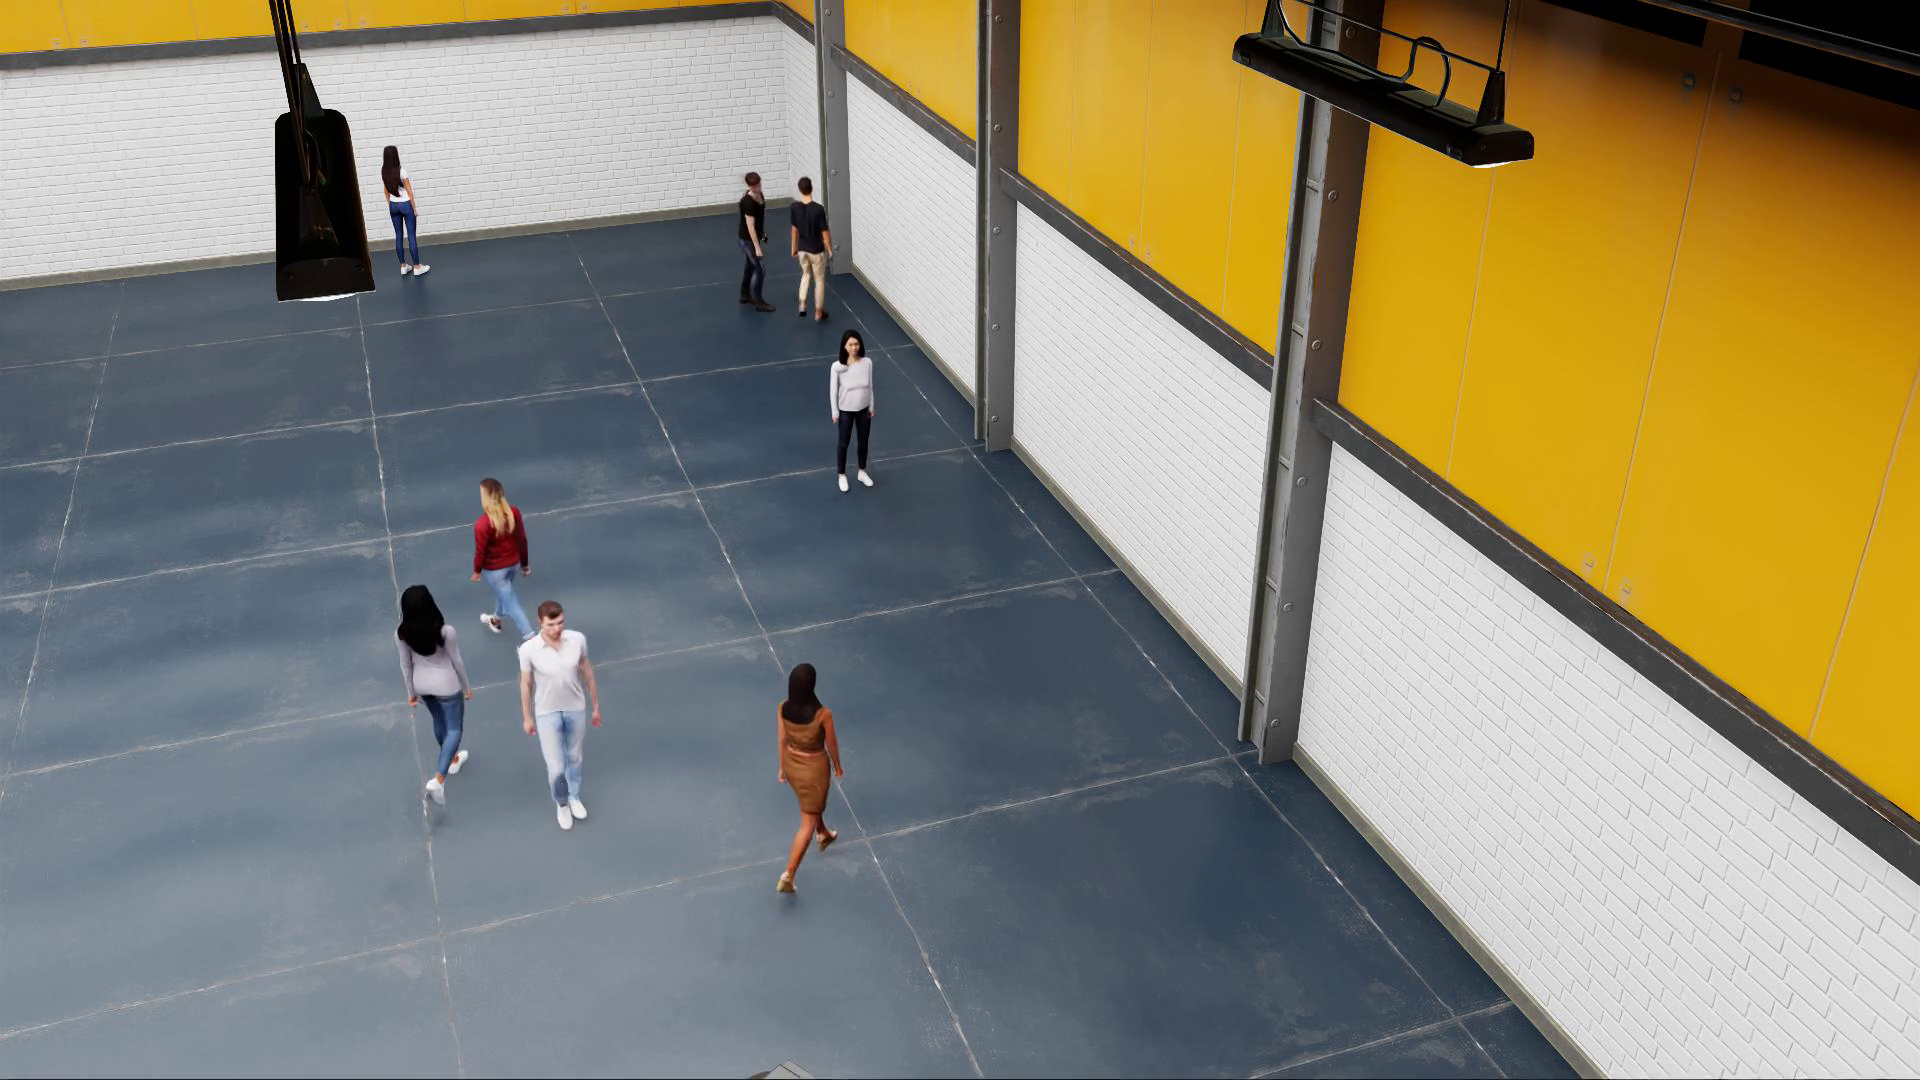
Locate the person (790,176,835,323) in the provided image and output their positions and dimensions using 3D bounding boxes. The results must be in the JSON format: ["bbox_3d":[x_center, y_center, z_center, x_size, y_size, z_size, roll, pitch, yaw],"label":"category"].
[{"bbox_3d":[-1.899,-3.594,20.827,0.849,1.830,0.908,13,31,23],"label":"person"}]

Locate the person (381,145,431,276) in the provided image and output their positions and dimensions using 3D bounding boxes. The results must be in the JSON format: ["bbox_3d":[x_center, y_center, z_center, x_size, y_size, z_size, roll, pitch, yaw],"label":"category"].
[{"bbox_3d":[-7.544,-4.458,22.468,0.667,1.775,0.699,8,30,15],"label":"person"}]

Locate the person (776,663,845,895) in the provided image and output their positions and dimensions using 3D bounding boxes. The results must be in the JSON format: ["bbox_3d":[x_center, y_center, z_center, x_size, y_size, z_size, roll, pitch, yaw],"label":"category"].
[{"bbox_3d":[-1.077,1.659,11.383,1.045,1.652,1.059,15,32,26],"label":"person"}]

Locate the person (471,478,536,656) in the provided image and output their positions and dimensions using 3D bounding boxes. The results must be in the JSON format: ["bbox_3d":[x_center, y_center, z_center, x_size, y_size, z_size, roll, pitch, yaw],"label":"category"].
[{"bbox_3d":[-3.797,0.271,13.994,1.160,1.588,1.018,18,33,29],"label":"person"}]

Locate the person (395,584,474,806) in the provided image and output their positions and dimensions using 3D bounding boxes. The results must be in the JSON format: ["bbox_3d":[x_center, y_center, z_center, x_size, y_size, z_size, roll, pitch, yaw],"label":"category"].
[{"bbox_3d":[-3.877,1.149,12.255,0.925,1.713,1.146,2,29,4],"label":"person"}]

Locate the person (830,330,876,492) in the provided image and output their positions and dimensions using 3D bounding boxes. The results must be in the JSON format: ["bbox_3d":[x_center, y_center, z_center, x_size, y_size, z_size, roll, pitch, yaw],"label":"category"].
[{"bbox_3d":[-1.075,-1.326,16.805,0.623,1.700,0.555,-13,31,-22],"label":"person"}]

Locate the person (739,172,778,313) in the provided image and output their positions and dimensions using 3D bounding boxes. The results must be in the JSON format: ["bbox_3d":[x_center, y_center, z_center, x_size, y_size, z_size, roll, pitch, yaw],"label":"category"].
[{"bbox_3d":[-2.695,-3.803,21.192,0.950,1.847,0.896,-2,29,-3],"label":"person"}]

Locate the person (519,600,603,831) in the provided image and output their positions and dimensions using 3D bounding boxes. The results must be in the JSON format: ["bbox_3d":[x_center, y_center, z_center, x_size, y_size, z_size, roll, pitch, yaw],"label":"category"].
[{"bbox_3d":[-2.917,1.200,12.029,0.742,1.840,0.703,-16,33,-27],"label":"person"}]
